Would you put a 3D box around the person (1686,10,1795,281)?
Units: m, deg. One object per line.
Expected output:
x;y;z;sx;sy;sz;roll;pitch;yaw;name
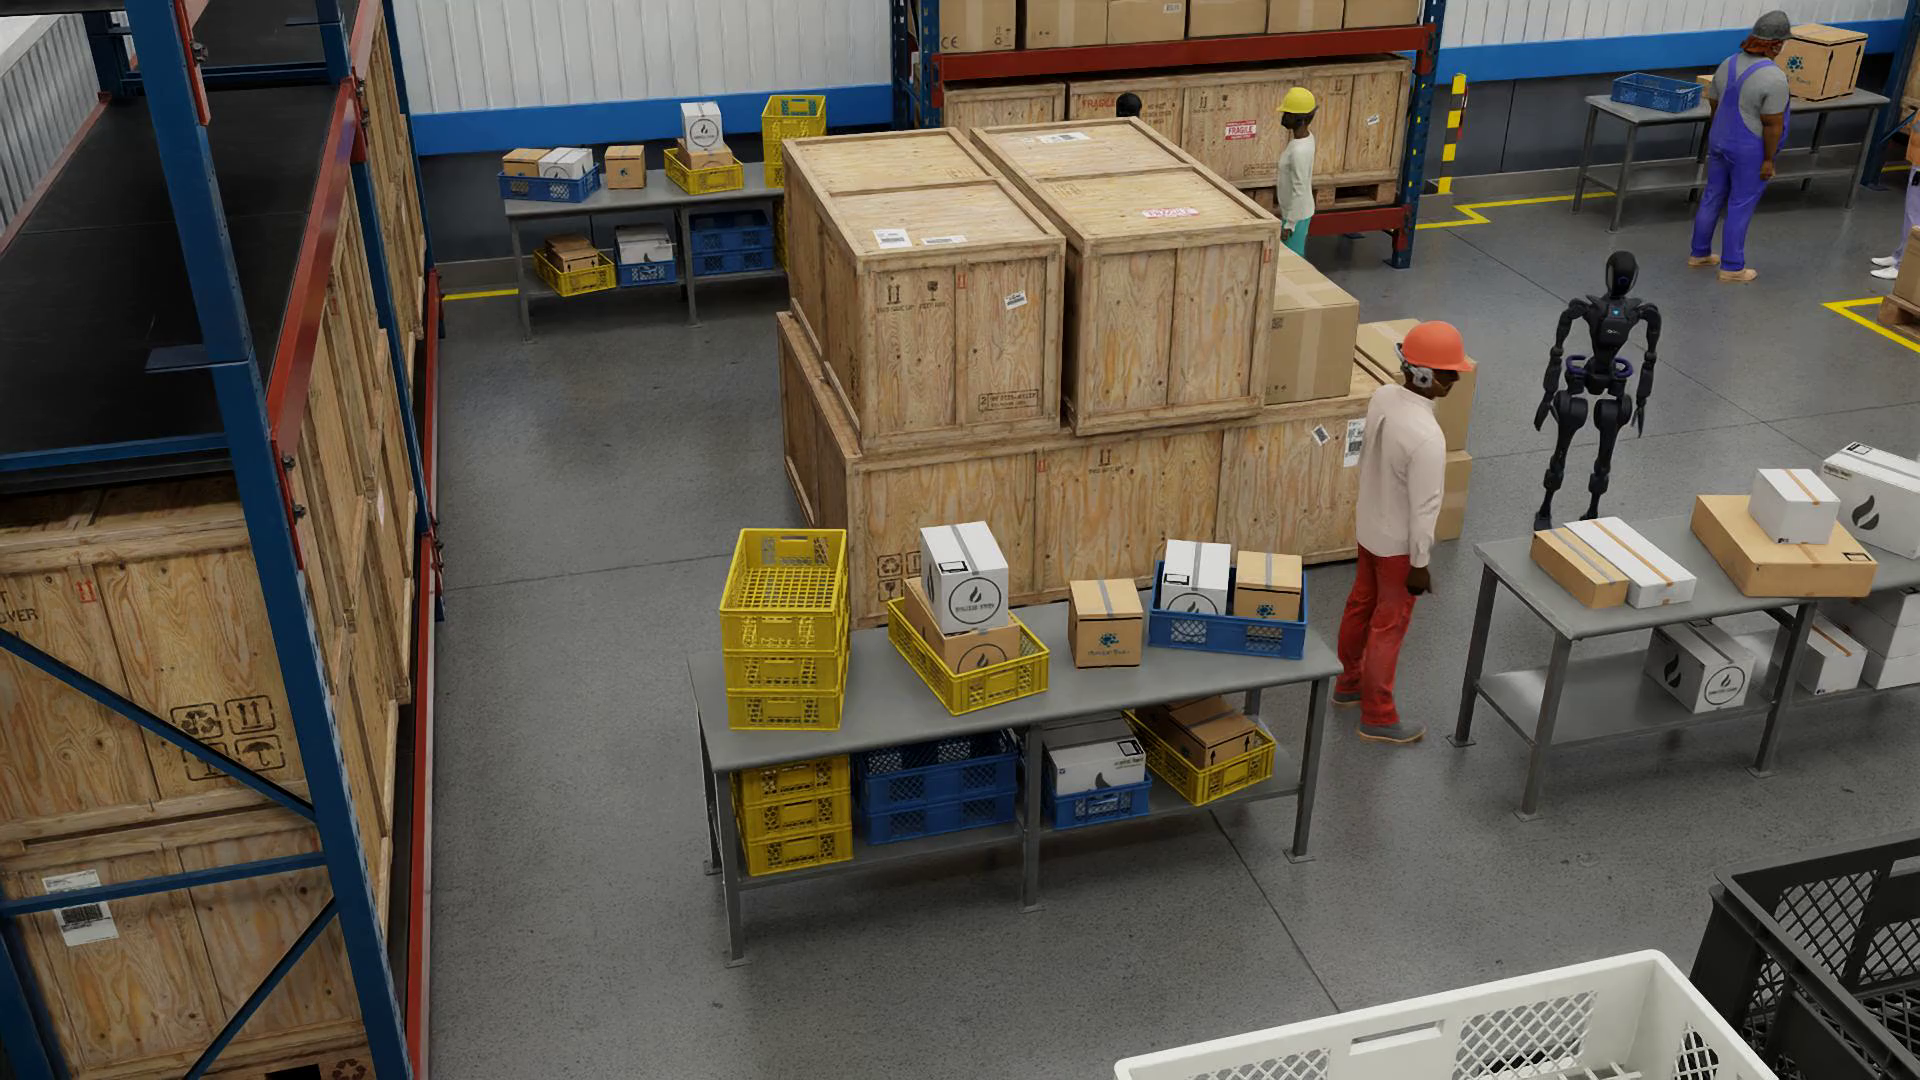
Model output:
6.051;-3.024;12.772;0.537;2.000;0.681;-9;30;-17;person

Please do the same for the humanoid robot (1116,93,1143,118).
1.180;-2.384;11.970;0.588;1.657;0.326;-20;35;-32;humanoid robot

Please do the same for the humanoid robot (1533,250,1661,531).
3.451;-0.784;9.075;0.571;1.652;0.313;5;29;9;humanoid robot

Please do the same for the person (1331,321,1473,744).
1.949;-0.031;7.388;0.389;1.991;0.610;-5;29;-9;person

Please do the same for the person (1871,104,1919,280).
7.392;-2.952;12.758;0.375;1.922;0.592;15;32;25;person

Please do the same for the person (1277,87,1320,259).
2.334;-2.299;11.736;0.327;1.768;0.525;6;29;11;person
